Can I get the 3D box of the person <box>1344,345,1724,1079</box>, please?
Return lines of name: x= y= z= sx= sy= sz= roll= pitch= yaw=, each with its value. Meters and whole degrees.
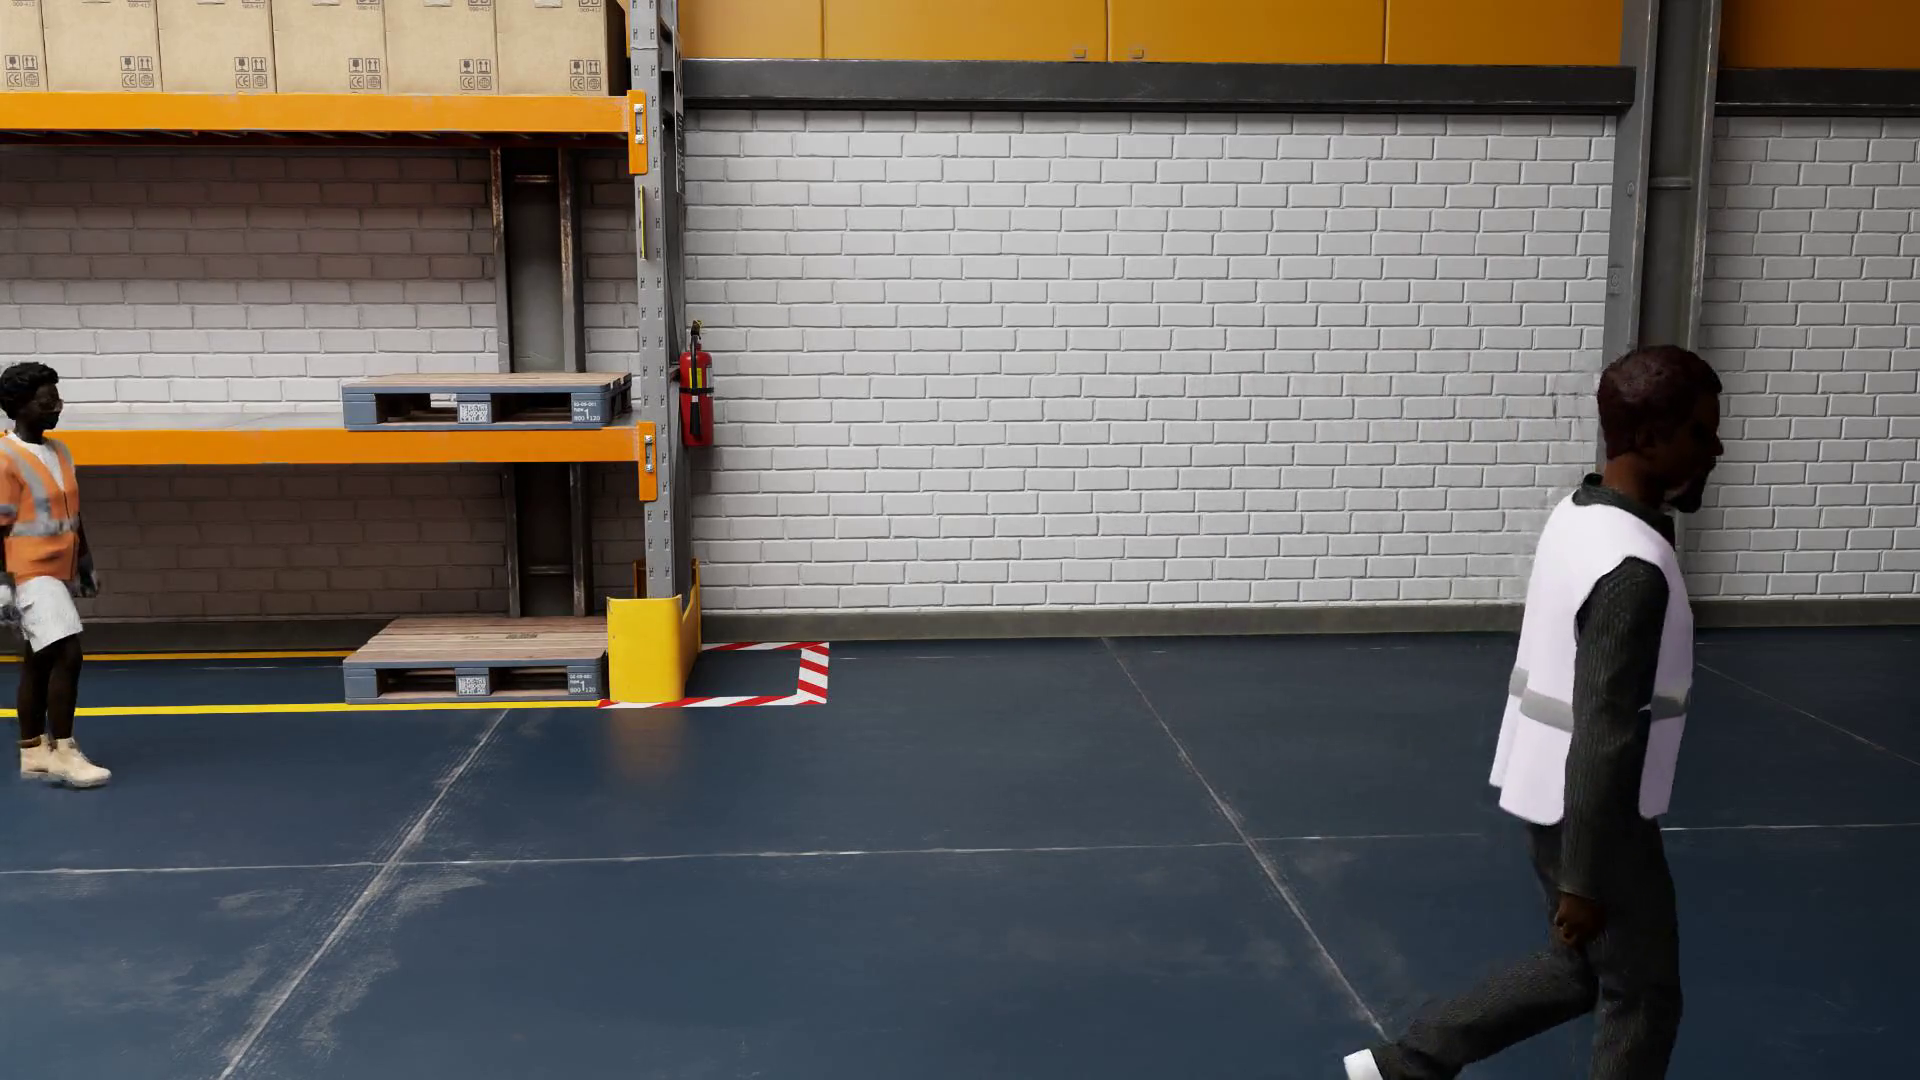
person: x=1.215 y=0.547 z=3.383 sx=0.700 sy=1.894 sz=0.597 roll=2 pitch=9 yaw=10

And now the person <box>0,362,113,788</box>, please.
person: x=-3.539 y=0.142 z=6.561 sx=0.565 sy=1.677 sz=0.552 roll=0 pitch=9 yaw=-3
